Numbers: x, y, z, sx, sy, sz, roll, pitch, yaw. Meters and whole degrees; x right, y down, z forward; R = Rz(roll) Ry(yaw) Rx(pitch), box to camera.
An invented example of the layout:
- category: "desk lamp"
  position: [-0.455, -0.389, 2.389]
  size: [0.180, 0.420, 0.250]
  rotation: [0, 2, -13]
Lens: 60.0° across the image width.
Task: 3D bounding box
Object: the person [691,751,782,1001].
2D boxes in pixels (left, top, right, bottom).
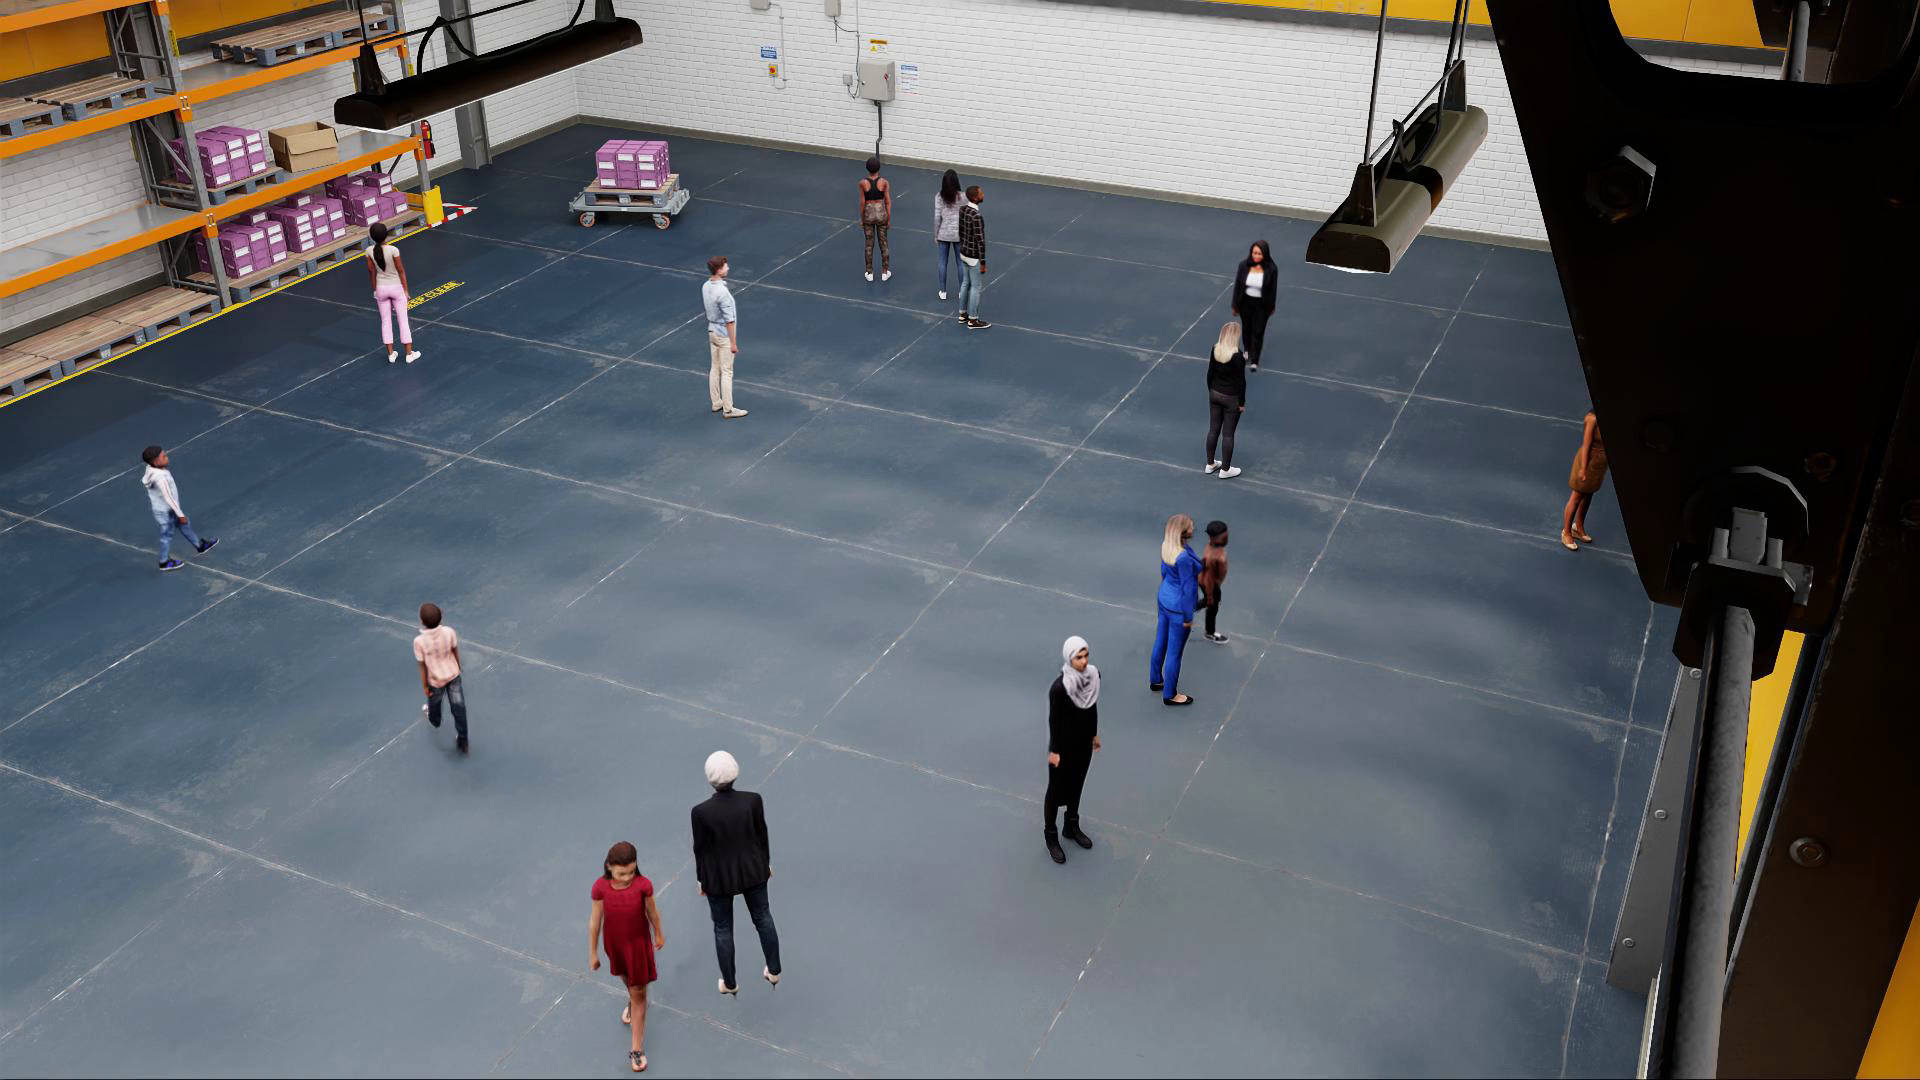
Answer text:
- category: "person"
  position: [-1.335, 2.066, 10.181]
  size: [0.821, 1.780, 0.791]
  rotation: [-10, 30, -18]

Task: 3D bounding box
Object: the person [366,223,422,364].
- category: "person"
  position: [-6.841, -2.976, 19.965]
  size: [0.649, 1.742, 0.639]
  rotation: [1, 29, 1]

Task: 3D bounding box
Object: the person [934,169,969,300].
- category: "person"
  position: [-0.114, -4.028, 21.903]
  size: [0.682, 1.732, 0.652]
  rotation: [1, 29, 2]

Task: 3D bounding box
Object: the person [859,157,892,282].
- category: "person"
  position: [-1.150, -4.355, 22.535]
  size: [0.657, 1.700, 0.675]
  rotation: [-1, 29, -3]

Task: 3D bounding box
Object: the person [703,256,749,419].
- category: "person"
  position: [-2.669, -2.285, 18.589]
  size: [0.712, 1.846, 0.728]
  rotation: [-19, 34, -31]

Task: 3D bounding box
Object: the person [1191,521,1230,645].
- category: "person"
  position: [2.113, 0.362, 14.374]
  size: [0.627, 1.234, 0.666]
  rotation: [8, 30, 14]

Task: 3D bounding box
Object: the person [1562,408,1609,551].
- category: "person"
  position: [6.032, -0.725, 15.892]
  size: [0.587, 1.690, 0.693]
  rotation: [-20, 34, -32]

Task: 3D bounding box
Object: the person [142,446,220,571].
- category: "person"
  position: [-7.492, -0.283, 15.557]
  size: [0.873, 1.234, 0.745]
  rotation: [-18, 33, -29]

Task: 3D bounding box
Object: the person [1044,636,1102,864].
- category: "person"
  position: [0.784, 1.453, 11.806]
  size: [0.628, 1.779, 0.740]
  rotation: [-19, 34, -31]

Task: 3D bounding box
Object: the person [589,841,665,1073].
- category: "person"
  position: [-2.045, 2.423, 10.305]
  size: [0.860, 1.513, 1.055]
  rotation: [0, 29, 0]

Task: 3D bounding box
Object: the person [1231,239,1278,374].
- category: "person"
  position: [3.528, -2.833, 19.878]
  size: [0.760, 1.573, 1.083]
  rotation: [8, 30, 14]

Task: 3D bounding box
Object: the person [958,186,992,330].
- category: "person"
  position: [0.148, -3.588, 21.004]
  size: [0.766, 1.820, 0.748]
  rotation: [-15, 32, -25]

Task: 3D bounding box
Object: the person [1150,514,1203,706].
- category: "person"
  position: [1.746, 0.549, 13.546]
  size: [0.758, 1.700, 0.686]
  rotation: [-9, 30, -15]

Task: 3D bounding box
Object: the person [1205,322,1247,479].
- category: "person"
  position: [2.744, -1.460, 17.243]
  size: [0.669, 1.685, 0.689]
  rotation: [-23, 36, -36]

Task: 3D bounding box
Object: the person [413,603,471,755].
- category: "person"
  position: [-4.013, 1.101, 12.982]
  size: [0.885, 1.272, 0.859]
  rotation: [-16, 33, -27]
